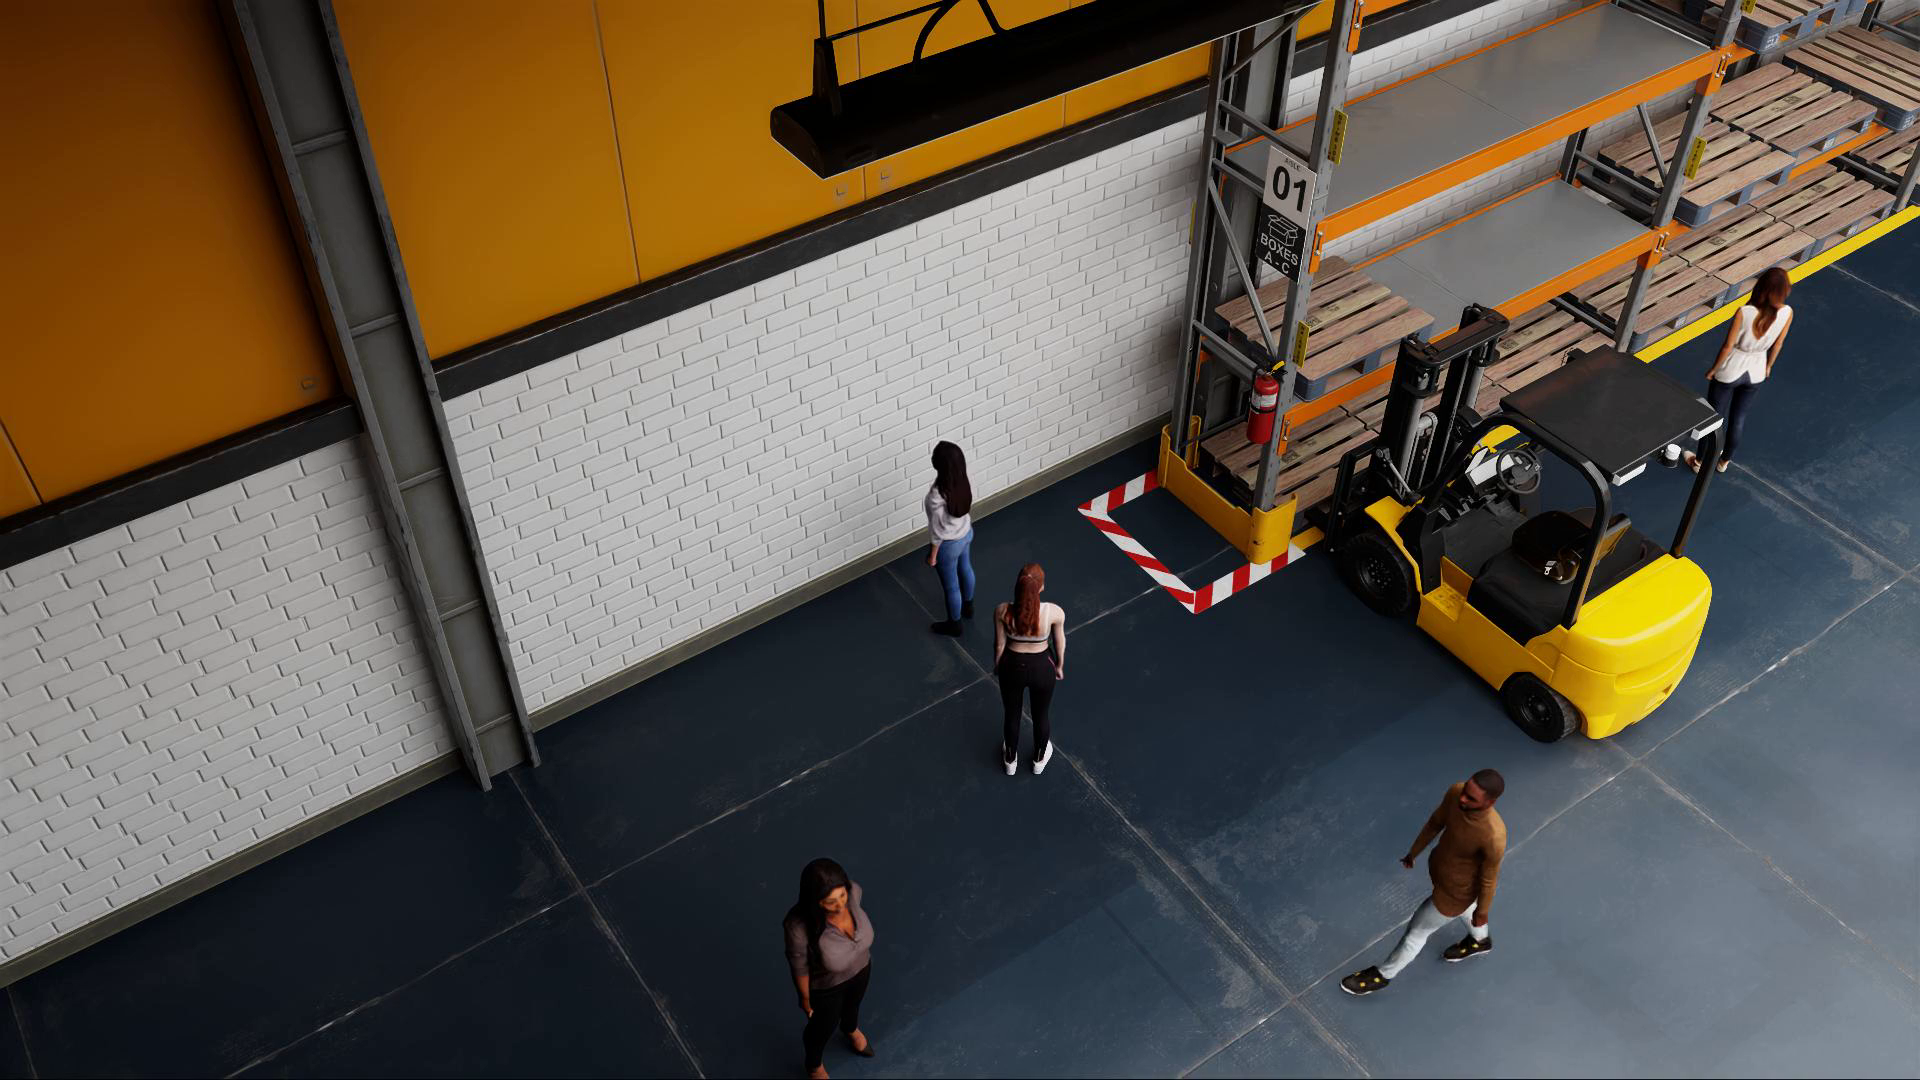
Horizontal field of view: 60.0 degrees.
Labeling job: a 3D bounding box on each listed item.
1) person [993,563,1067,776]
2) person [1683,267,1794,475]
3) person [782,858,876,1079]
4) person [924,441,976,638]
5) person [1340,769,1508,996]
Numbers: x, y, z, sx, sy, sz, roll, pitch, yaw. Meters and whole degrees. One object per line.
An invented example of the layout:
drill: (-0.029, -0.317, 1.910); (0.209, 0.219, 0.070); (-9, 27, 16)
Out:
person: (0.408, 0.797, 10.121); (0.645, 1.742, 0.725); (3, 44, 3)
person: (5.731, -1.221, 12.209); (0.654, 1.784, 0.745); (1, 44, 1)
person: (-0.666, 2.223, 8.553); (0.762, 1.842, 0.616); (31, 52, 28)
person: (-0.046, -0.009, 11.048); (0.730, 1.632, 0.595); (21, 48, 21)
person: (2.750, 1.826, 9.022); (1.279, 1.769, 0.936); (-11, 45, -11)
